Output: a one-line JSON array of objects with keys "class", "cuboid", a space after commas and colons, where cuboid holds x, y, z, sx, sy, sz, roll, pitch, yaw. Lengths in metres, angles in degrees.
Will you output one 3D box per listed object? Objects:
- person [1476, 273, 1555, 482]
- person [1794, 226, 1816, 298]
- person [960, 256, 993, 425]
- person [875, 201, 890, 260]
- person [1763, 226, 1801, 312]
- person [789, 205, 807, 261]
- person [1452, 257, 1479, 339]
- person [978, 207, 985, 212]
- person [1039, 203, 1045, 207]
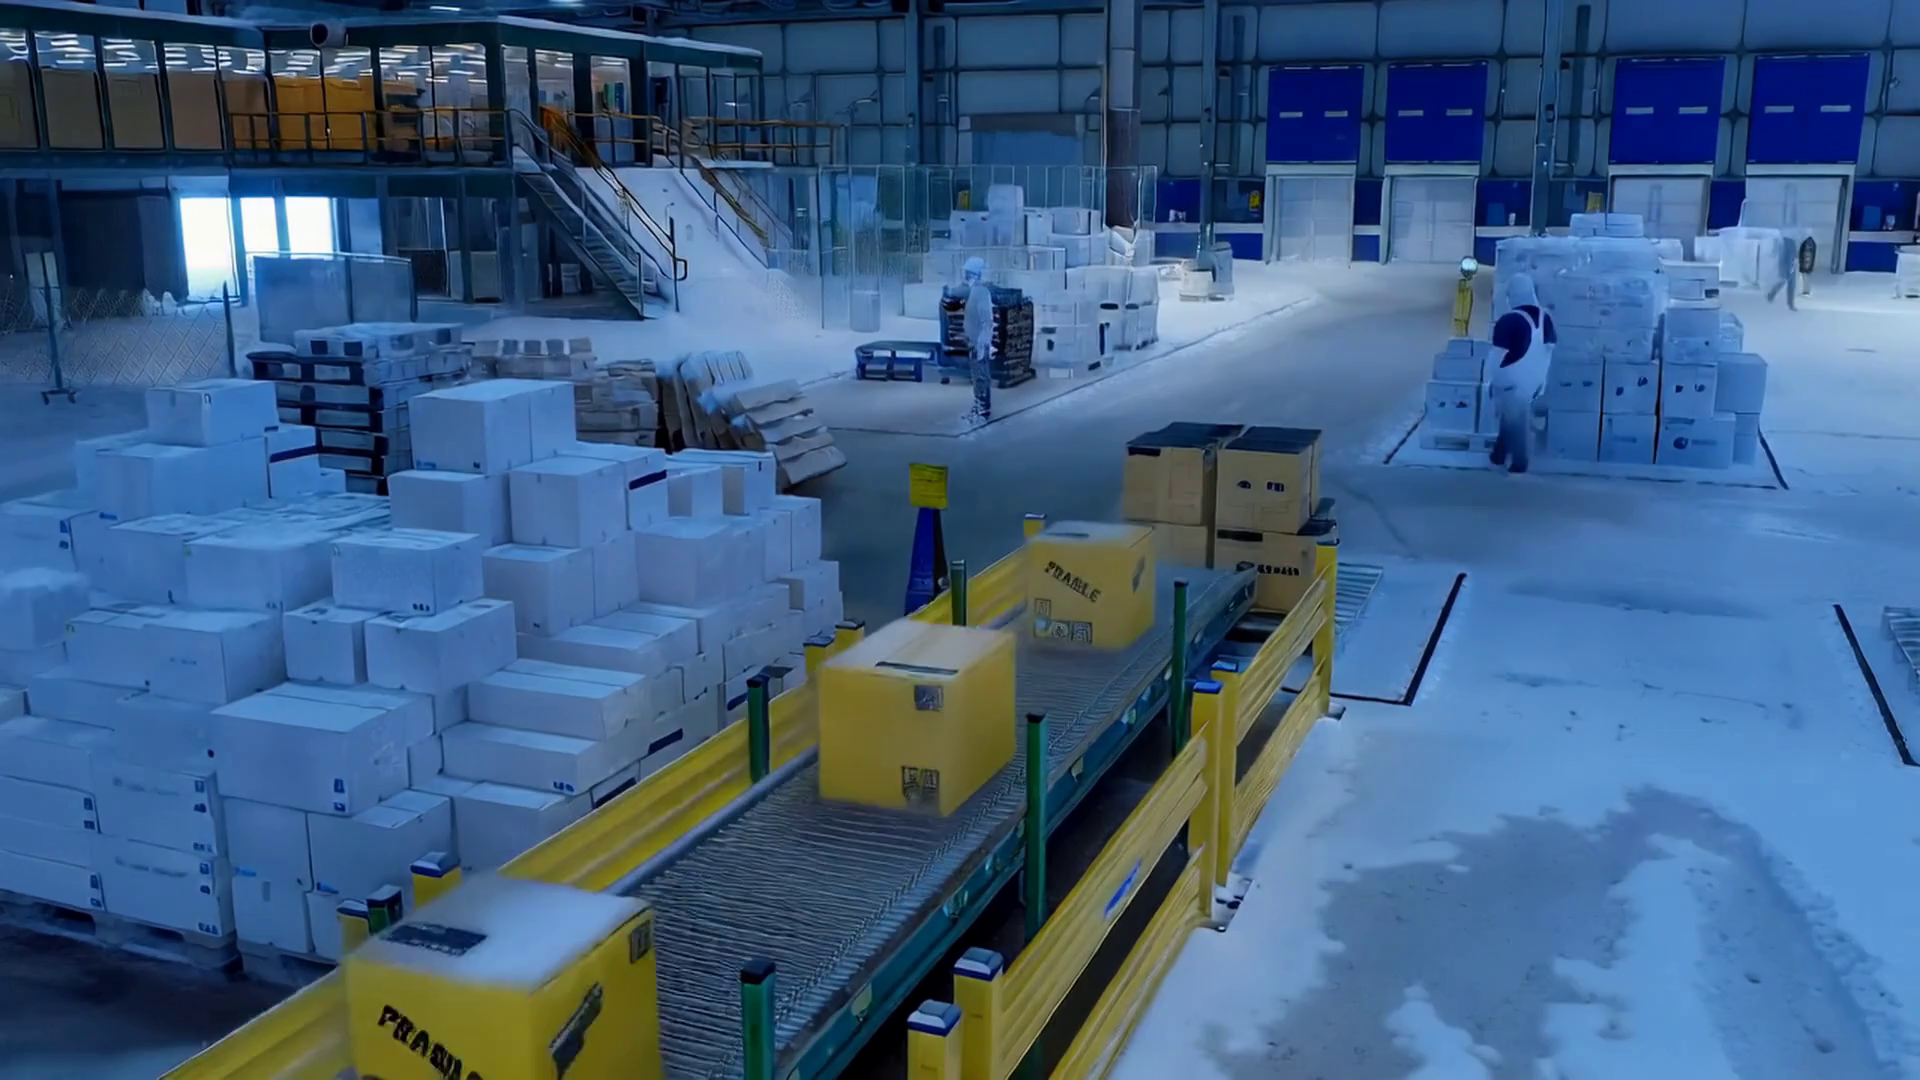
[{"class": "person", "cuboid": [5.356, -1.626, 16.378, 0.703, 2.000, 0.901, -8, 15, -32]}, {"class": "person", "cuboid": [20.028, -6.572, 39.337, 0.320, 1.698, 0.531, 3, 13, 12]}, {"class": "person", "cuboid": [0.201, -2.375, 19.839, 0.383, 1.996, 0.609, -1, 13, -6]}, {"class": "person", "cuboid": [-2.592, -10.403, 55.904, 0.538, 1.977, 0.621, -1, 13, -6]}, {"class": "person", "cuboid": [17.697, -5.807, 35.626, 0.652, 1.822, 0.643, 5, 14, 22]}, {"class": "person", "cuboid": [-5.395, -10.178, 55.190, 0.634, 1.841, 0.429, -7, 15, -30]}, {"class": "person", "cuboid": [7.297, -3.200, 24.072, 0.329, 1.764, 0.524, 0, 13, 1]}, {"class": "person", "cuboid": [0.701, -9.197, 50.701, 0.596, 1.870, 1.066, 0, 13, 2]}, {"class": "person", "cuboid": [2.659, -9.917, 53.775, 0.602, 1.949, 0.390, 0, 13, 1]}]
